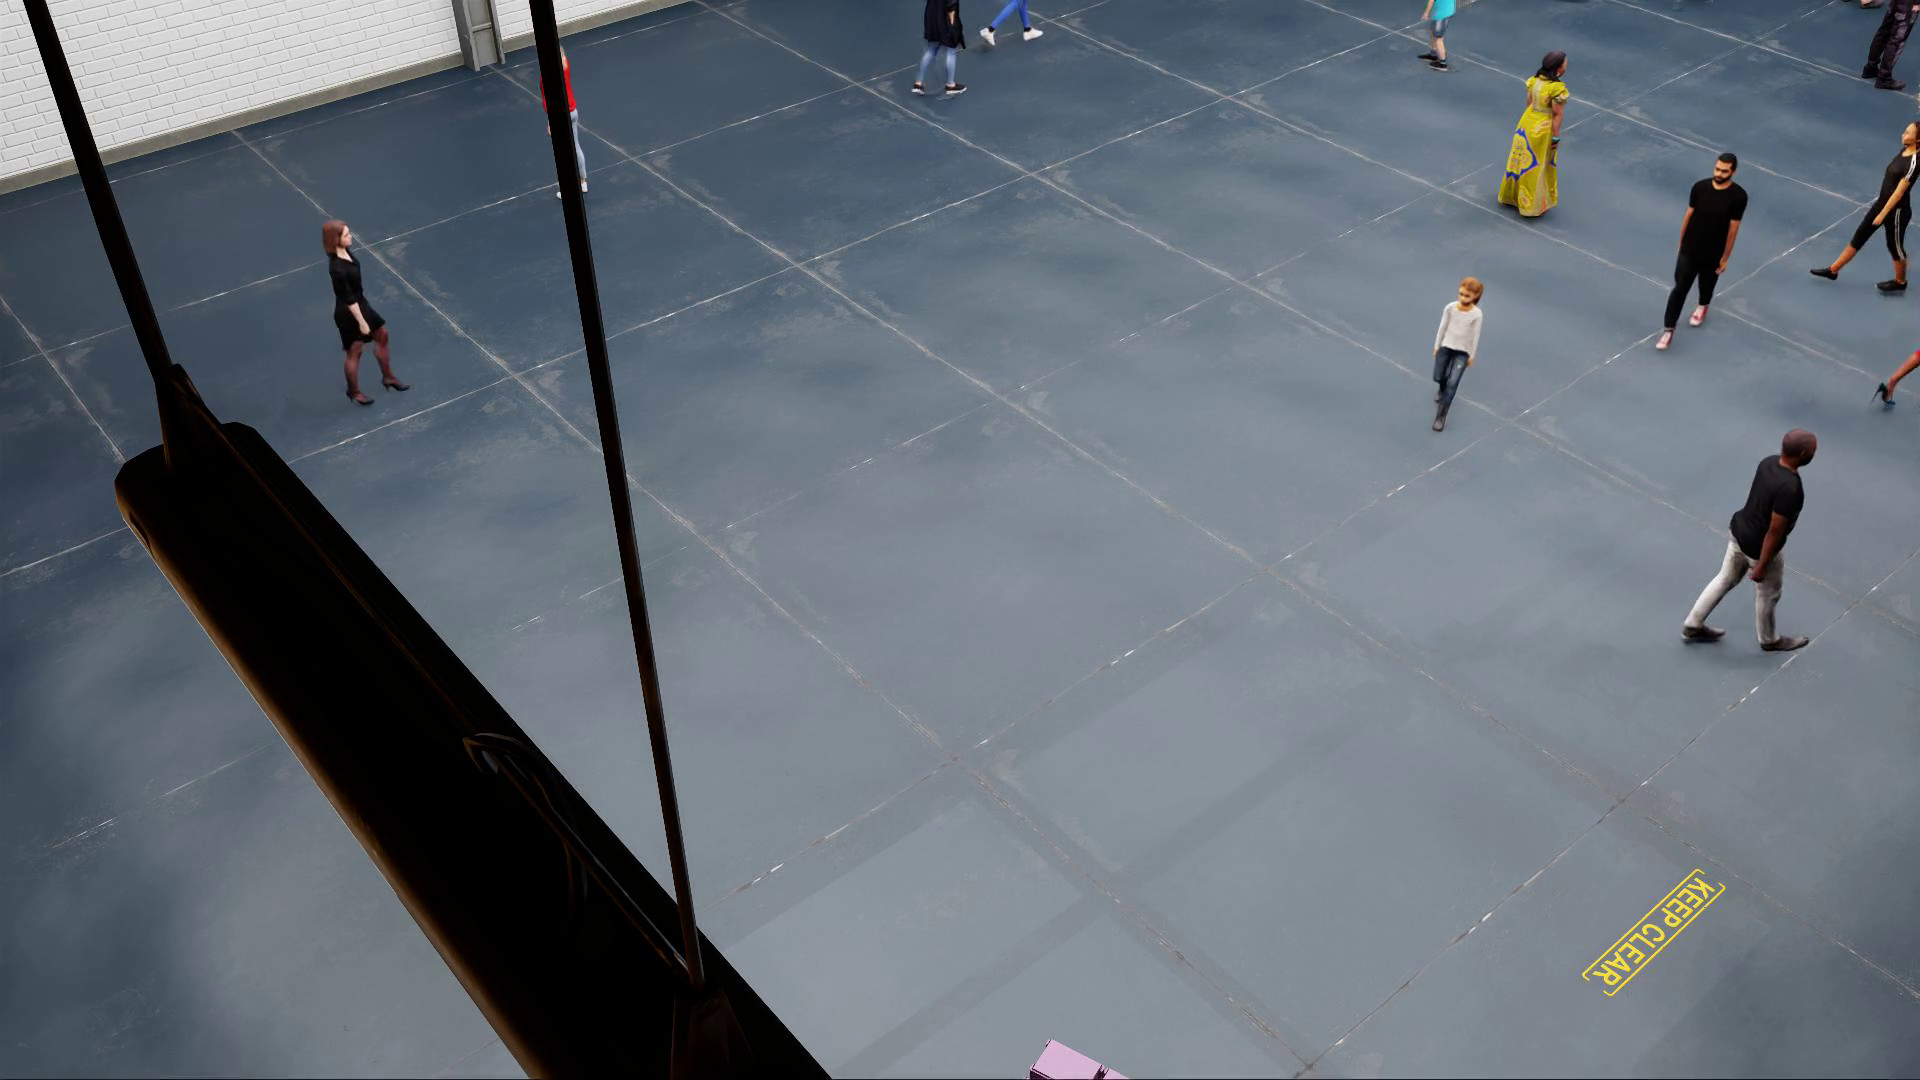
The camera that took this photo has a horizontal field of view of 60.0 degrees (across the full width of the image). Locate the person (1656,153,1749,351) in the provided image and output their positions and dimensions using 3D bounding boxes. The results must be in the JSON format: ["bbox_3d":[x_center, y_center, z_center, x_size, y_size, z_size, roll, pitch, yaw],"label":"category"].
[{"bbox_3d":[6.464,-2.532,14.372,0.842,1.741,1.164,22,44,25],"label":"person"}]

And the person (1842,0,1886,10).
[{"bbox_3d":[11.402,-7.546,20.566,0.823,1.846,0.803,-13,40,-16],"label":"person"}]

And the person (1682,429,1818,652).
[{"bbox_3d":[5.263,0.024,11.149,1.151,1.770,1.069,2,39,2],"label":"person"}]

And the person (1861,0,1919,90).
[{"bbox_3d":[10.618,-6.051,18.641,0.814,1.912,0.778,0,39,0],"label":"person"}]

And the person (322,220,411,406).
[{"bbox_3d":[-5.027,-1.817,13.519,0.854,1.689,0.770,-8,39,-10],"label":"person"}]

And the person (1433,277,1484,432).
[{"bbox_3d":[4.033,-1.553,13.495,0.642,1.306,0.811,19,42,22],"label":"person"}]

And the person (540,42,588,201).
[{"bbox_3d":[-3.939,-4.201,16.489,0.746,1.707,0.639,10,40,12],"label":"person"}]

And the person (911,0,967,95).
[{"bbox_3d":[-0.245,-5.725,18.423,0.884,1.676,0.666,-27,46,-30],"label":"person"}]

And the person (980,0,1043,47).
[{"bbox_3d":[0.588,-6.643,19.520,1.176,1.741,0.828,-17,42,-20],"label":"person"}]

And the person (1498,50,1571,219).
[{"bbox_3d":[5.658,-3.979,16.249,0.910,1.660,0.950,-14,41,-17],"label":"person"}]

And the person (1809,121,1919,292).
[{"bbox_3d":[8.492,-2.963,15.004,1.067,1.627,1.091,9,39,11],"label":"person"}]

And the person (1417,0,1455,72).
[{"bbox_3d":[5.567,-6.081,19.078,0.730,1.415,0.654,31,48,33],"label":"person"}]
